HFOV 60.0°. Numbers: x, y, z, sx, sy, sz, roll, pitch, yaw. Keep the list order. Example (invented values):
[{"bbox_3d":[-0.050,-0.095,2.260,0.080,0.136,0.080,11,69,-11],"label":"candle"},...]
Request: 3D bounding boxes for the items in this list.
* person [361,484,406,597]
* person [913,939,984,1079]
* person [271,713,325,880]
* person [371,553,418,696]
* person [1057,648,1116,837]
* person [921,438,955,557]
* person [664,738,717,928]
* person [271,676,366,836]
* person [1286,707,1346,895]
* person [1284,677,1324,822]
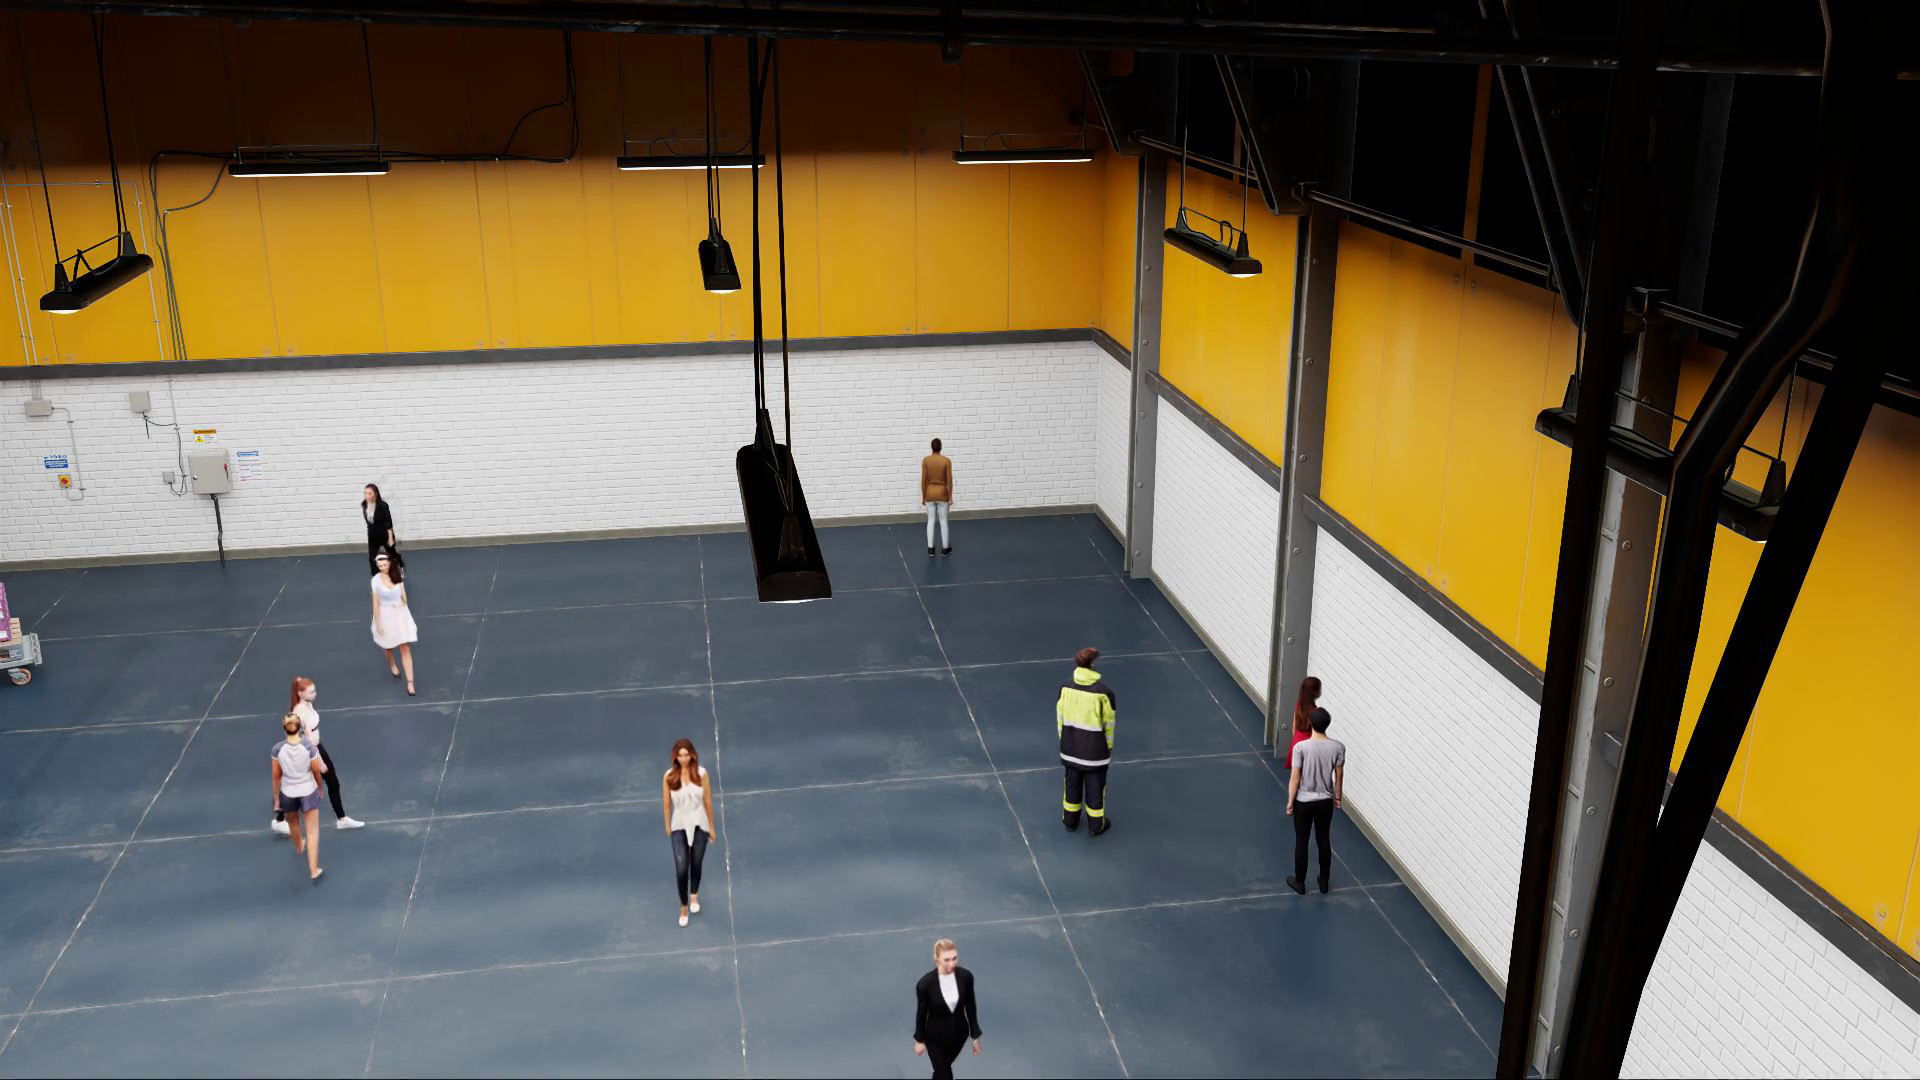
[{"bbox_3d":[-8.172,-0.052,23.574,0.857,1.596,1.206,3,19,10],"label":"person"},{"bbox_3d":[-0.131,3.689,12.374,0.817,1.654,1.120,-8,20,-23],"label":"person"},{"bbox_3d":[-6.368,2.503,16.026,0.640,1.570,1.055,-5,19,-14],"label":"person"},{"bbox_3d":[-6.940,1.001,20.221,0.968,1.741,1.302,-13,22,-33],"label":"person"},{"bbox_3d":[1.266,2.025,16.807,0.868,1.979,0.879,8,20,23],"label":"person"},{"bbox_3d":[-0.347,-0.654,25.016,0.697,1.816,0.664,3,19,9],"label":"person"},{"bbox_3d":[-2.498,2.618,15.376,0.619,1.768,0.756,-5,19,-14],"label":"person"},{"bbox_3d":[-6.618,2.203,16.692,0.685,1.715,1.056,-3,19,-8],"label":"person"},{"bbox_3d":[3.343,2.460,15.696,0.684,1.863,0.547,-2,19,-5],"label":"person"},{"bbox_3d":[3.566,2.139,17.138,0.712,1.552,0.650,-13,22,-33],"label":"person"}]
